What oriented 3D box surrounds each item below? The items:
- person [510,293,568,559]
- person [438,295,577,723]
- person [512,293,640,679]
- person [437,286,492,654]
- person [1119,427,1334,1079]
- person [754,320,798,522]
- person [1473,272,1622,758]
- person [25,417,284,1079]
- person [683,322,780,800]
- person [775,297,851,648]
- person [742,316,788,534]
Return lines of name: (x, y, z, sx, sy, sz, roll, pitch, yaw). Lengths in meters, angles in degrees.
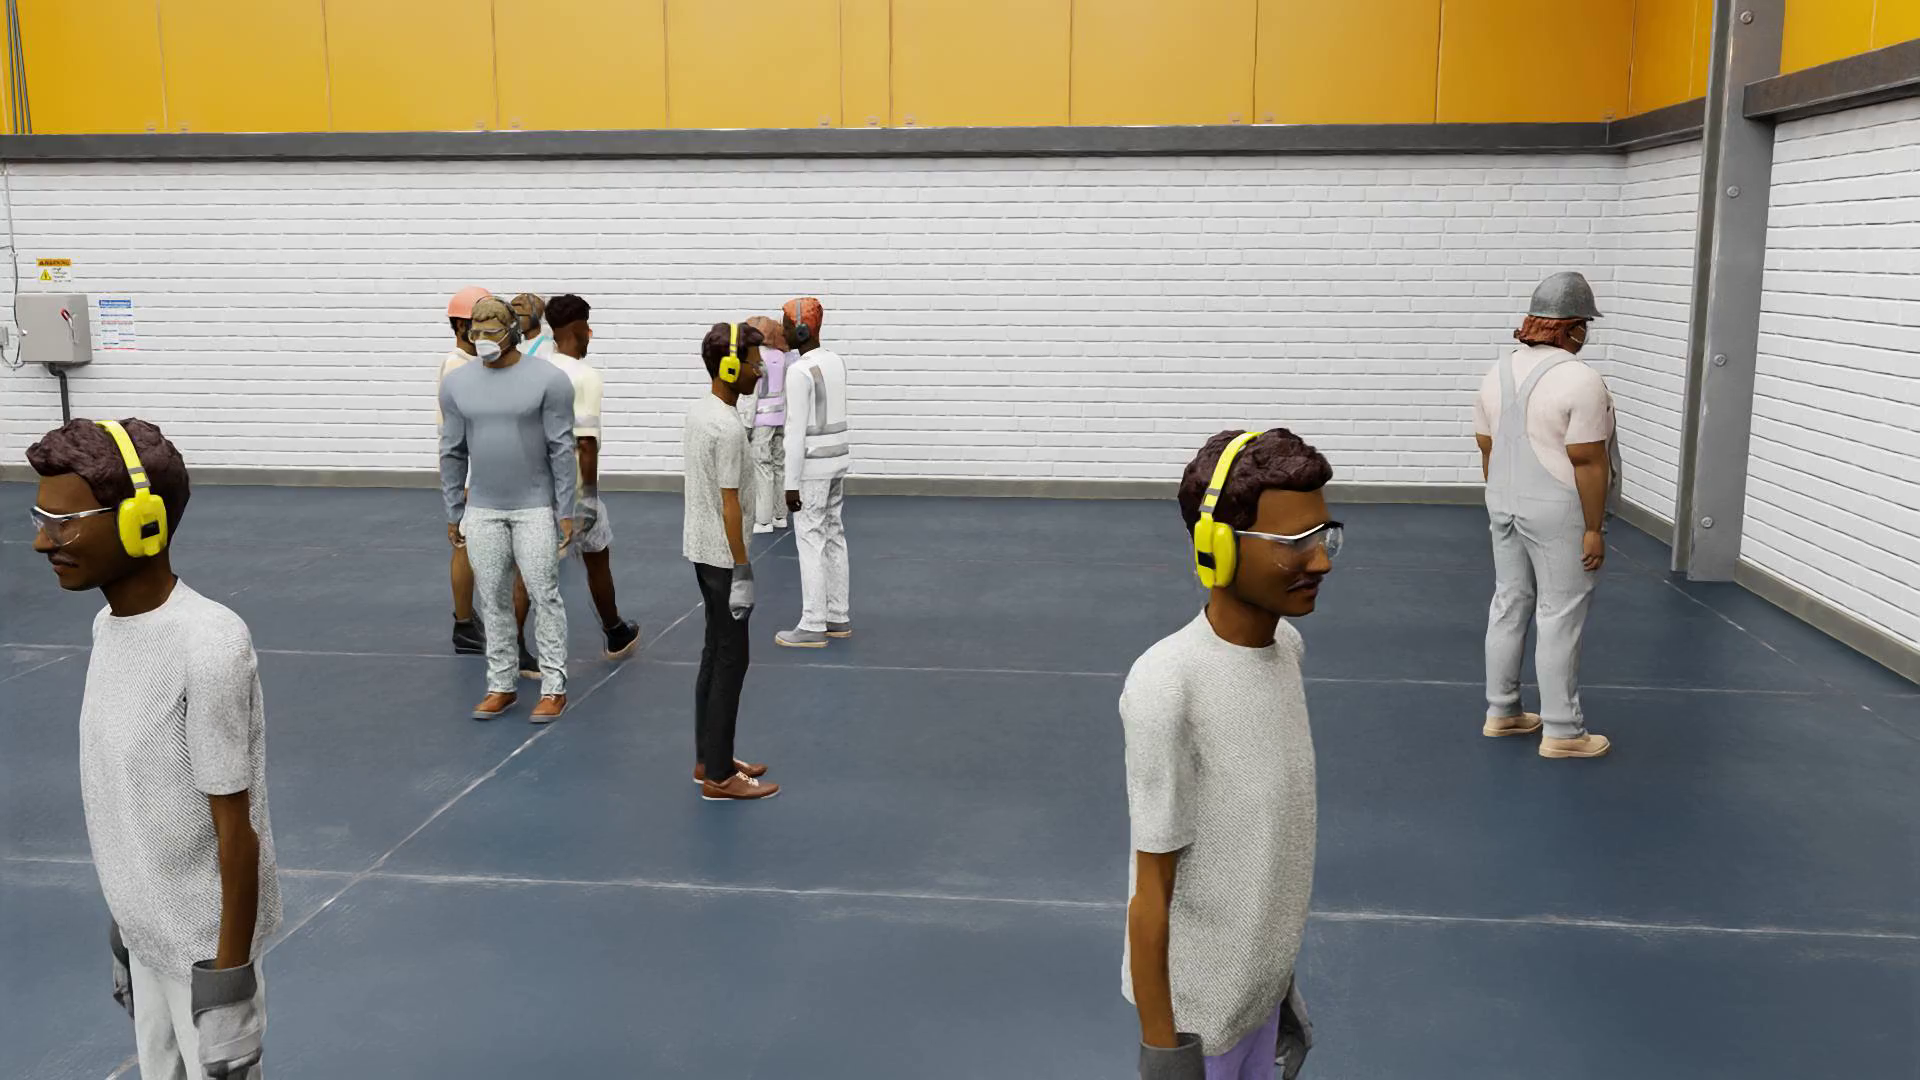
person: (-2.900, -0.770, 11.419, 0.337, 1.838, 0.513, -6, 12, -32)
person: (-2.037, -0.132, 7.513, 0.636, 1.928, 0.386, 1, 10, 6)
person: (-2.000, -0.275, 8.378, 0.613, 1.915, 0.946, 7, 12, 33)
person: (-2.575, -0.368, 8.826, 0.376, 1.934, 0.547, -3, 10, -15)
person: (0.417, 0.749, 2.614, 0.313, 1.869, 0.528, 6, 12, 32)
person: (-1.379, -0.952, 13.188, 0.736, 1.599, 0.521, -7, 12, -35)
person: (2.532, -0.115, 7.072, 0.537, 2.000, 0.679, -4, 11, -23)
person: (-1.335, 0.716, 2.845, 0.510, 1.861, 0.324, 9, 13, 41)
person: (-0.897, 0.089, 6.445, 0.334, 1.857, 0.529, -4, 11, -22)
person: (-0.786, -0.359, 8.935, 0.364, 1.880, 0.580, 4, 11, 21)
person: (-1.463, -0.860, 12.484, 0.308, 1.641, 0.510, 4, 11, 24)
